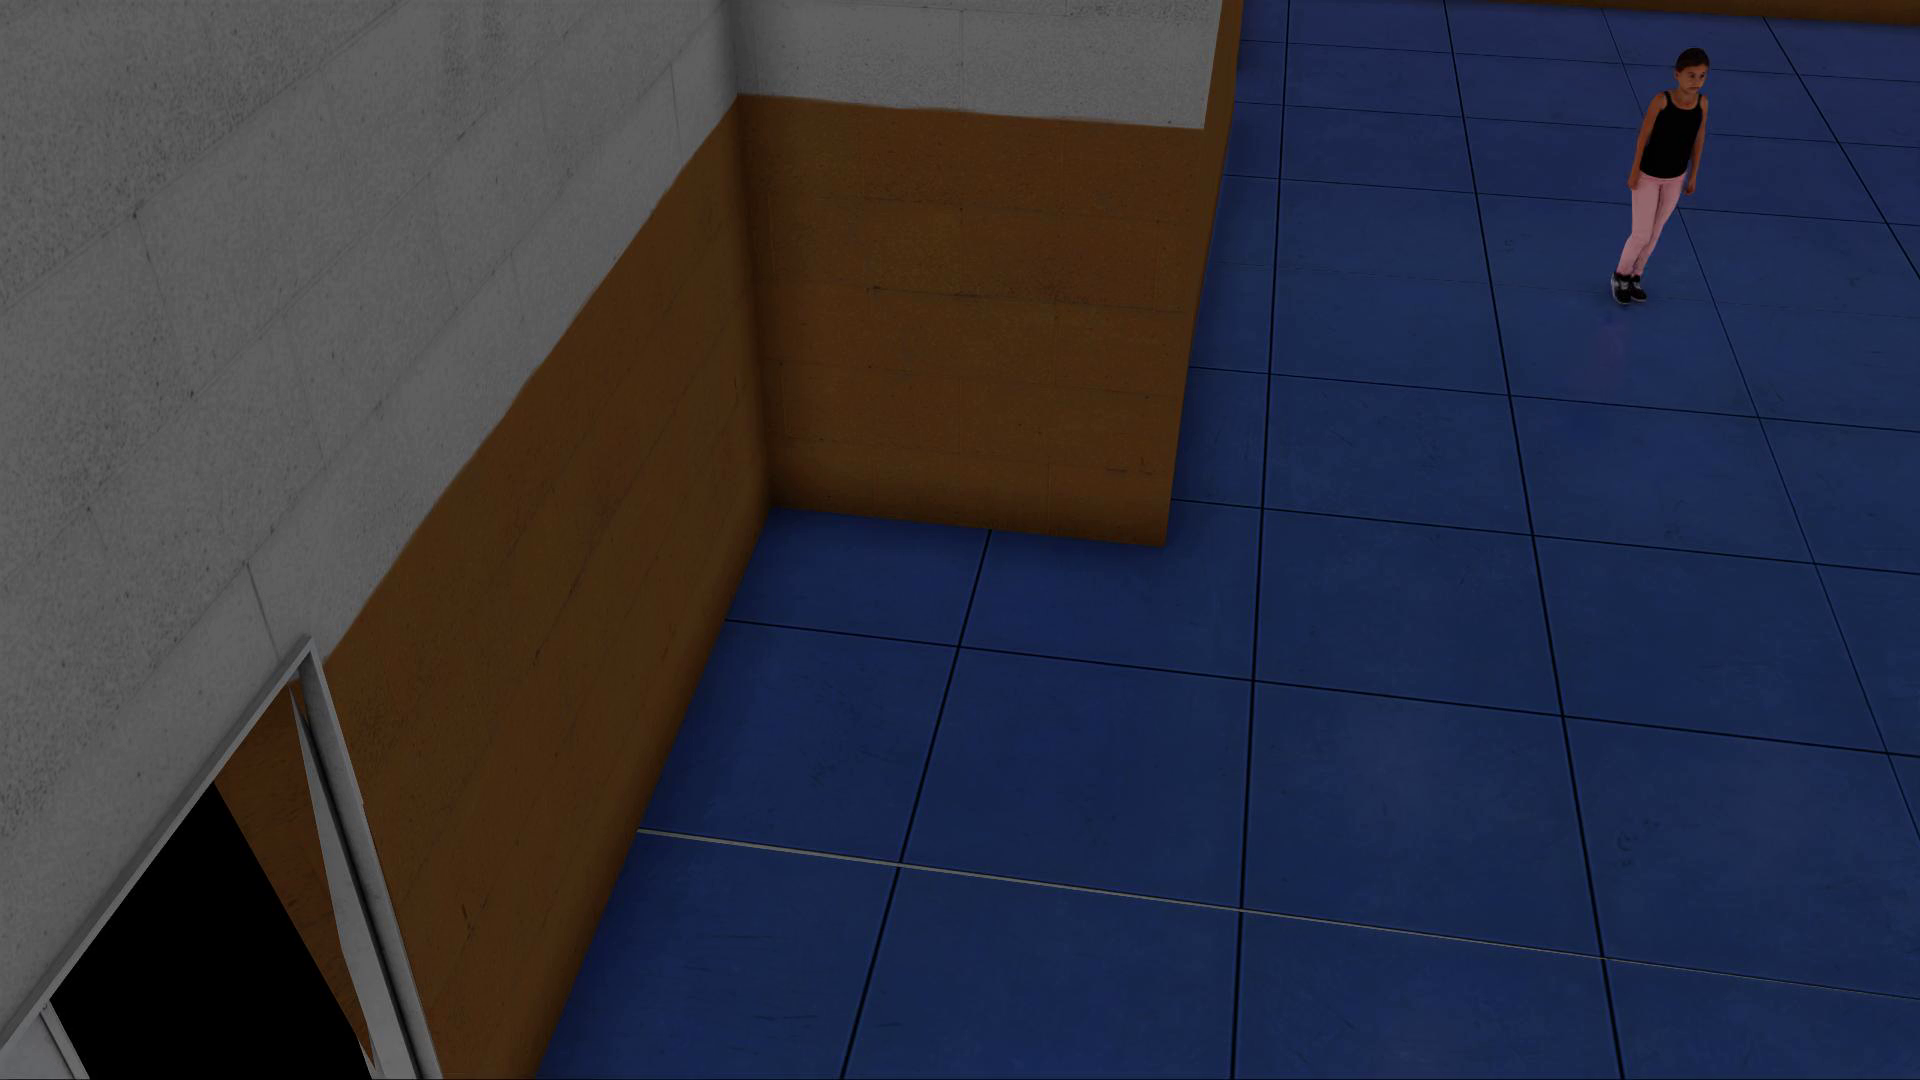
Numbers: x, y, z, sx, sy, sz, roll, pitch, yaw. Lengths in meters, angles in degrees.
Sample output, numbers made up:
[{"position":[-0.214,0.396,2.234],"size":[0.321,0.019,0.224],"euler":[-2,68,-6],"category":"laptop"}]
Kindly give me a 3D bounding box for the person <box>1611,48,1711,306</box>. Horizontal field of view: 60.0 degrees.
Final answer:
[{"position":[4.115,-2.175,9.850],"size":[0.569,1.560,0.660],"euler":[-3,37,-4],"category":"person"}]
